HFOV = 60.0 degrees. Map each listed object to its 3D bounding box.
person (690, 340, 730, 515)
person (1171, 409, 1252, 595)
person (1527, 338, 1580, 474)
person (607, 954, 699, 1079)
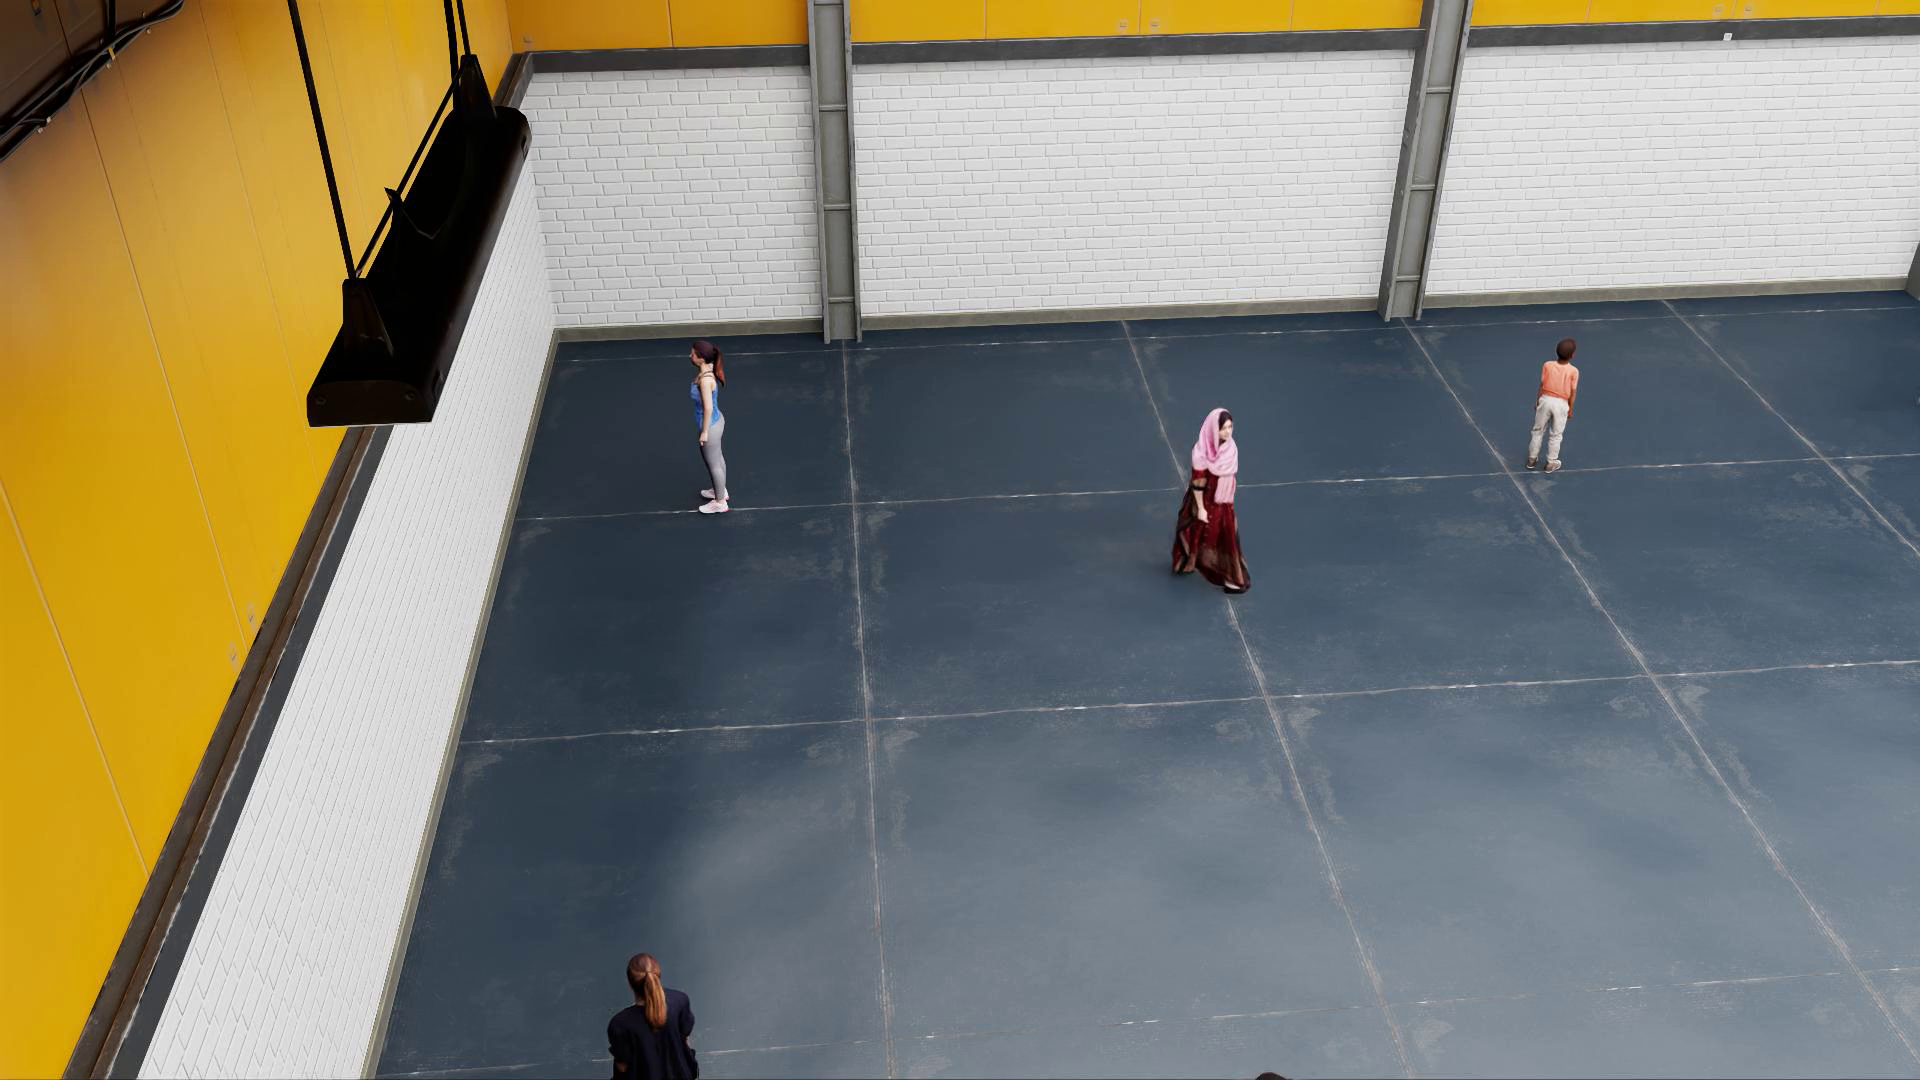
[{"bbox_3d":[-2.158,-0.990,14.335,0.548,1.610,0.570,-1,34,-1],"label":"person"},{"bbox_3d":[1.939,-0.347,13.386,1.096,1.589,0.982,-18,38,-25],"label":"person"},{"bbox_3d":[5.340,-1.218,14.948,0.551,1.311,0.622,20,39,28],"label":"person"},{"bbox_3d":[-1.550,2.778,8.599,0.651,1.684,0.780,-20,38,-27],"label":"person"}]
